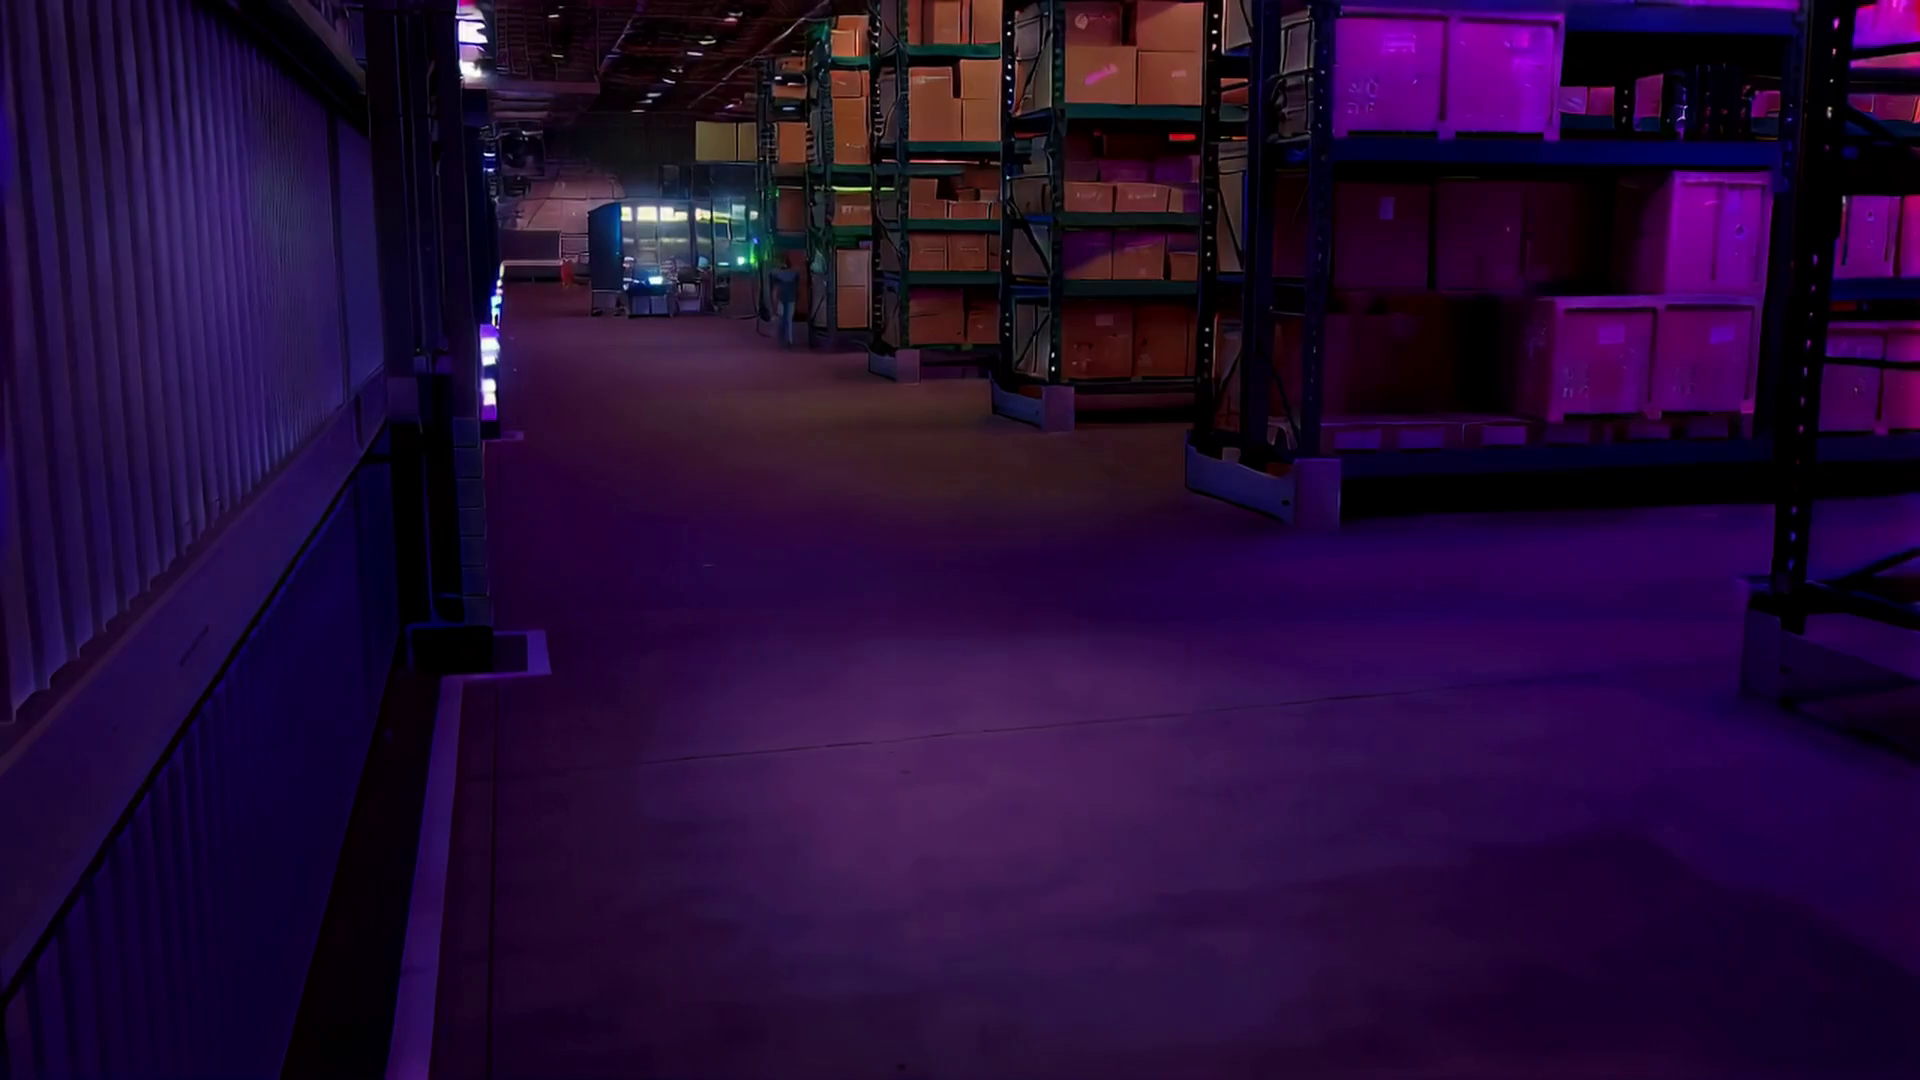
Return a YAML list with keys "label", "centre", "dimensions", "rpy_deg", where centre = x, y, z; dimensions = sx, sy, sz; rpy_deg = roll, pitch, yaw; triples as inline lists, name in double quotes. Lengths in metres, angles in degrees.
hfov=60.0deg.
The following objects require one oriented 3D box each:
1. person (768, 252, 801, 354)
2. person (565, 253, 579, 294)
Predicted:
- label: "person"
  centre: [-3.315, -4.479, 31.465]
  dimensions: [0.634, 1.916, 0.830]
  rpy_deg: [-1, 10, -8]
- label: "person"
  centre: [-16.532, -11.333, 70.774]
  dimensions: [0.591, 1.735, 0.385]
  rpy_deg: [-1, 10, -7]
